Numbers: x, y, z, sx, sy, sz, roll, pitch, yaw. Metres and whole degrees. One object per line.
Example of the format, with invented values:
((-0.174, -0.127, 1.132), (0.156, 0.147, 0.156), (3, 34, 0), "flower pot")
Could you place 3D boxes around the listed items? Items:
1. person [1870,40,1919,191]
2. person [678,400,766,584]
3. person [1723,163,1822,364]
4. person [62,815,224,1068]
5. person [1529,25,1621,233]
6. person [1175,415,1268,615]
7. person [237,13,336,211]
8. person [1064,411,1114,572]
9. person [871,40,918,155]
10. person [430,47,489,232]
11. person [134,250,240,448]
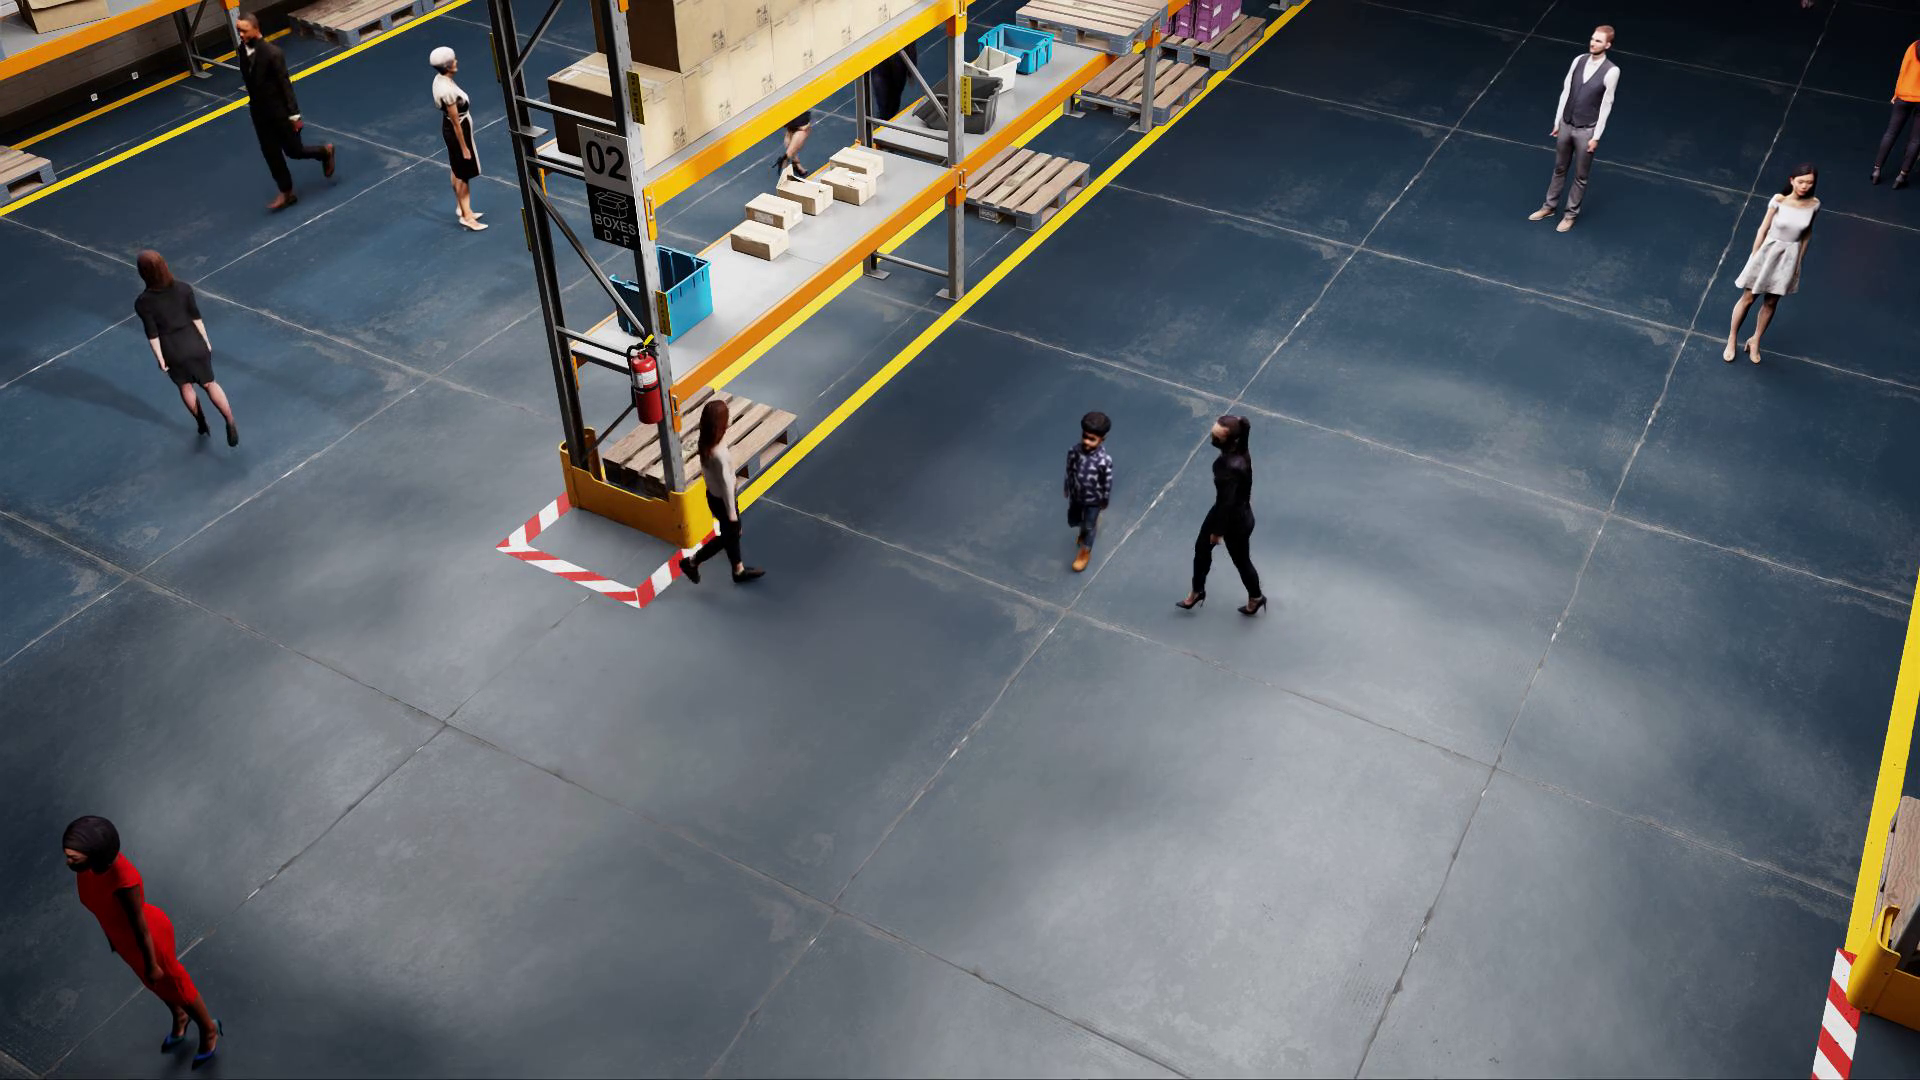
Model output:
((9.272, -4.253, 16.118), (0.641, 1.749, 0.584), (25, 45, 28), "person")
((-1.686, -0.271, 11.354), (0.918, 1.471, 0.841), (-12, 40, -14), "person")
((6.650, -2.254, 13.594), (0.742, 1.775, 0.757), (5, 39, 7), "person")
((-4.070, 1.999, 8.295), (0.551, 1.743, 0.491), (20, 43, 23), "person")
((5.771, -3.846, 15.456), (0.700, 1.939, 0.731), (-26, 46, -29), "person")
((1.873, -0.137, 11.031), (0.905, 1.666, 0.902), (3, 39, 4), "person")
((-6.461, -4.117, 15.841), (0.714, 1.882, 1.089), (18, 42, 21), "person")
((0.913, -0.378, 11.670), (0.490, 1.245, 0.625), (20, 43, 23), "person")
((-0.717, -4.734, 16.701), (1.207, 1.772, 1.275), (-8, 39, -10), "person")
((-4.686, -3.716, 15.445), (0.718, 1.751, 0.689), (-15, 41, -18), "person")
((-5.837, -1.386, 12.580), (0.955, 1.683, 0.822), (-31, 48, -33), "person")
